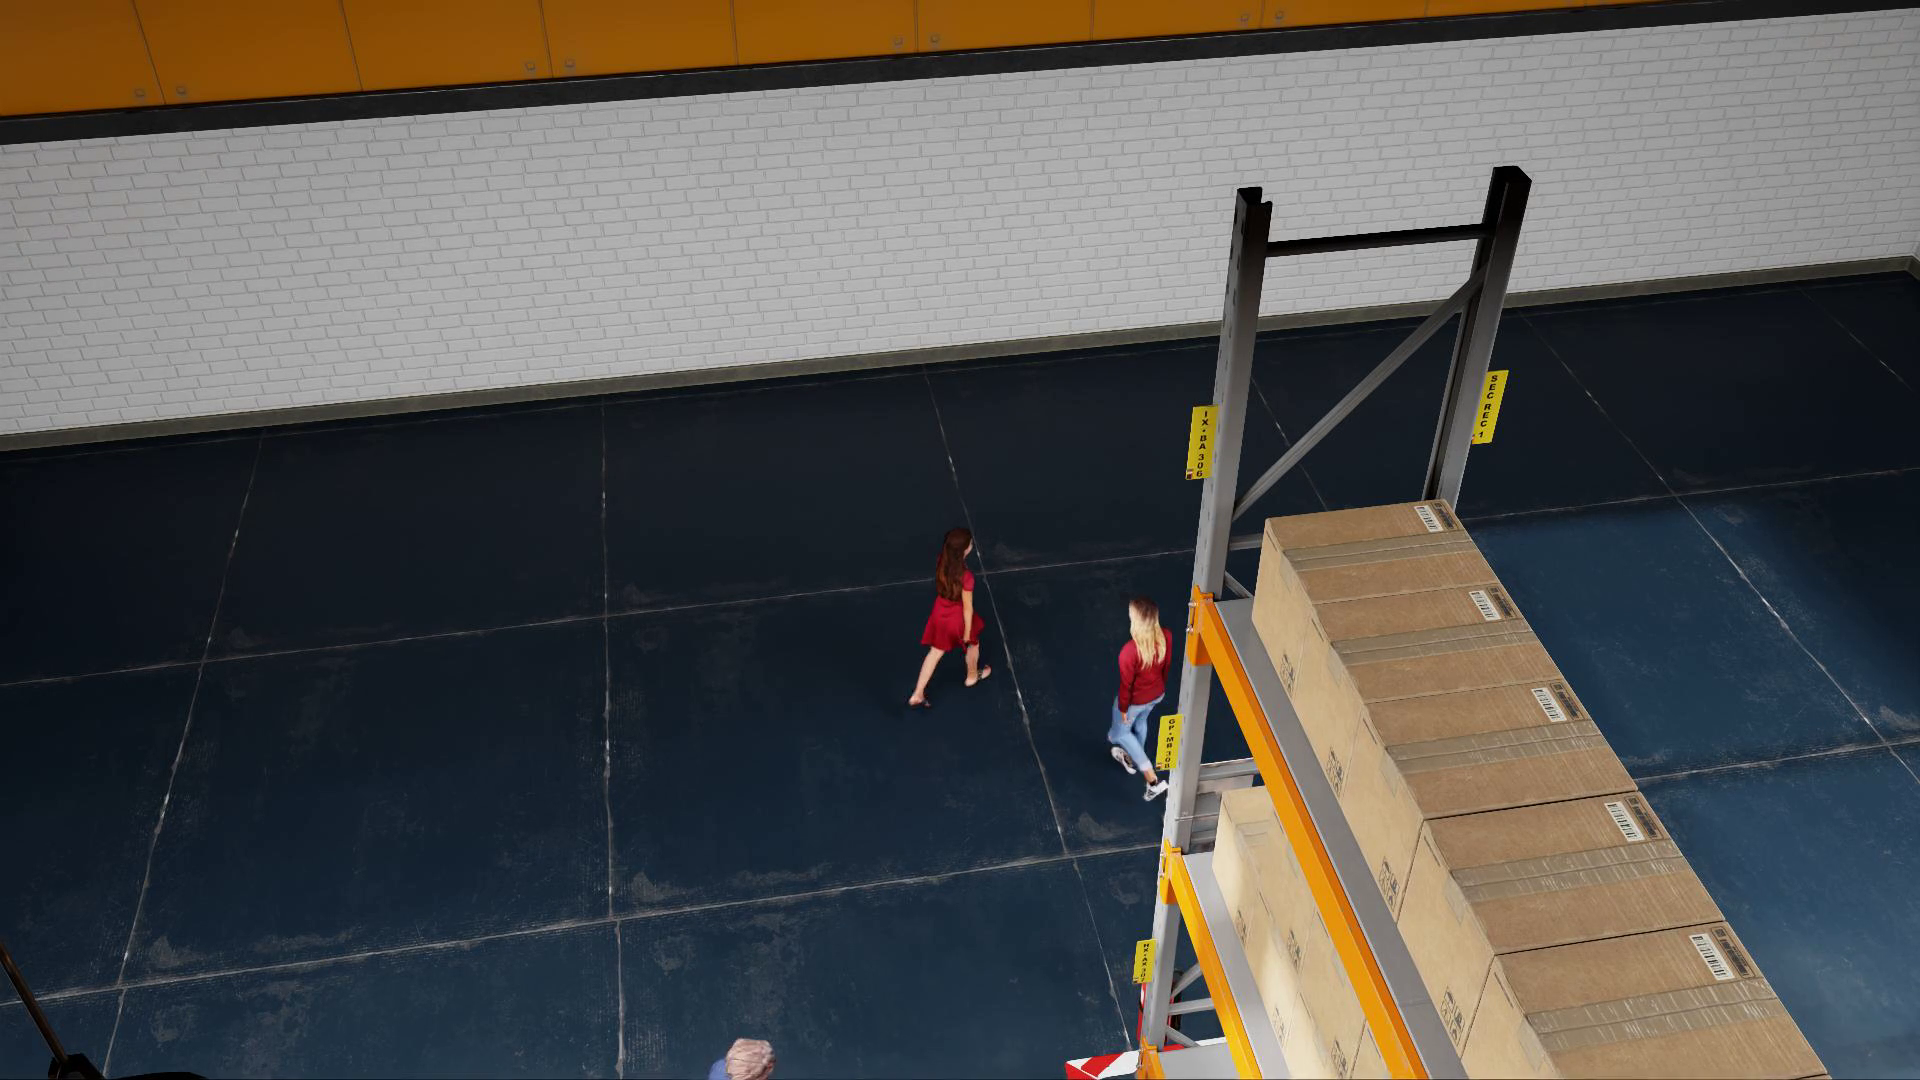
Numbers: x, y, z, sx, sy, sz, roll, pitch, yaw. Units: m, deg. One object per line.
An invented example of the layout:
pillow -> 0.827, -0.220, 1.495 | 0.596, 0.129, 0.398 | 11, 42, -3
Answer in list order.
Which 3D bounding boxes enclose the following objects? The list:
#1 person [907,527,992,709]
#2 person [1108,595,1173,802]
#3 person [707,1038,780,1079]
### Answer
person -> -0.107, 0.569, 11.762 | 0.993, 1.530, 1.003 | 27, 46, 30
person -> 1.243, 1.074, 11.061 | 0.833, 1.615, 0.990 | -25, 45, -28
person -> -1.094, 3.140, 8.291 | 0.879, 1.843, 0.807 | -30, 48, -32
